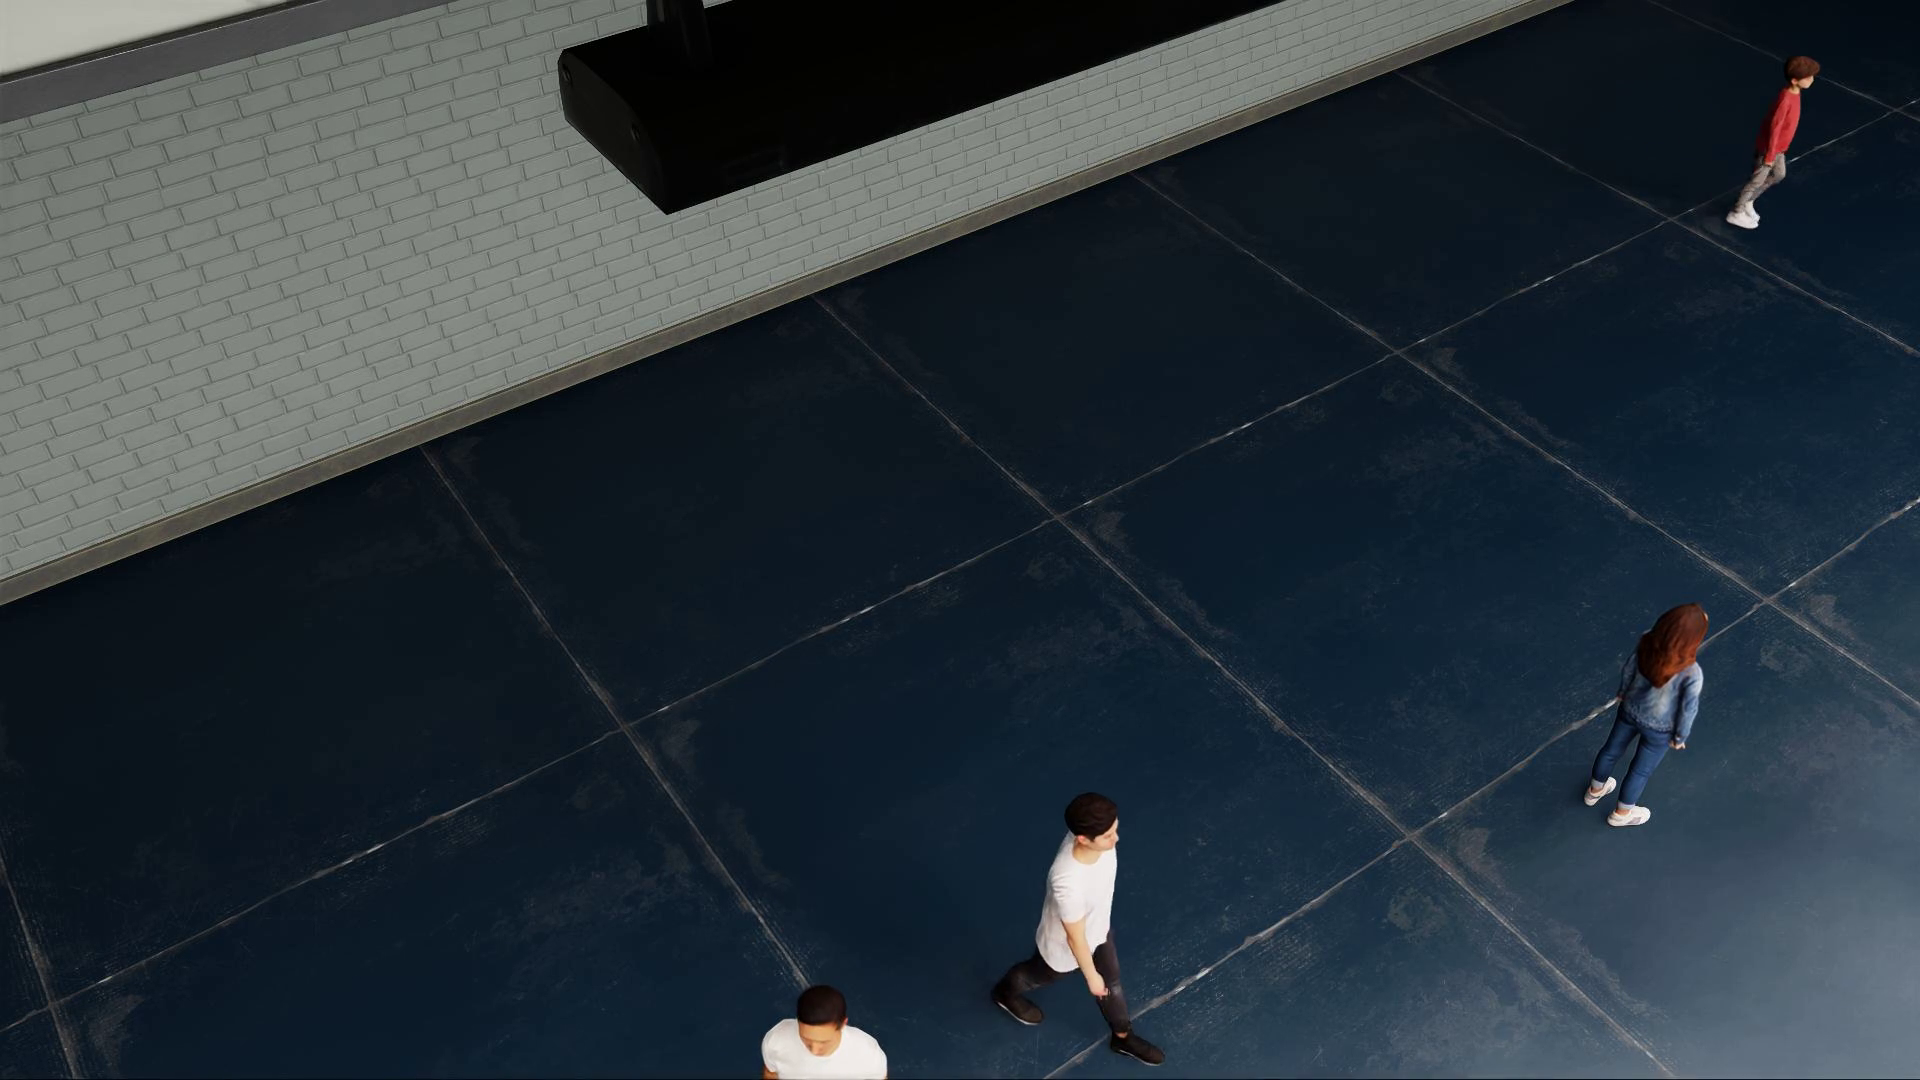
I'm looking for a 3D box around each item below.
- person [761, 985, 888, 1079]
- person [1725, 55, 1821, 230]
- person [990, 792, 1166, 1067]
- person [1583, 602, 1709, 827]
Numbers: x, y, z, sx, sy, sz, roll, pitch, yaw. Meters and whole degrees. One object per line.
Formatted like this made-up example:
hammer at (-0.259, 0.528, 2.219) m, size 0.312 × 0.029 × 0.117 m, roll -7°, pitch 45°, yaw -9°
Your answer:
person at (-0.512, 2.264, 6.497) m, size 0.712 × 1.800 × 0.761 m, roll 5°, pitch 43°, yaw 6°
person at (5.983, -2.977, 12.398) m, size 0.615 × 1.407 × 0.612 m, roll 24°, pitch 48°, yaw 24°
person at (0.420, 1.668, 7.224) m, size 1.181 × 1.679 × 0.916 m, roll 22°, pitch 47°, yaw 22°
person at (3.409, 0.859, 8.239) m, size 0.650 × 1.476 × 0.460 m, roll -21°, pitch 47°, yaw -21°
